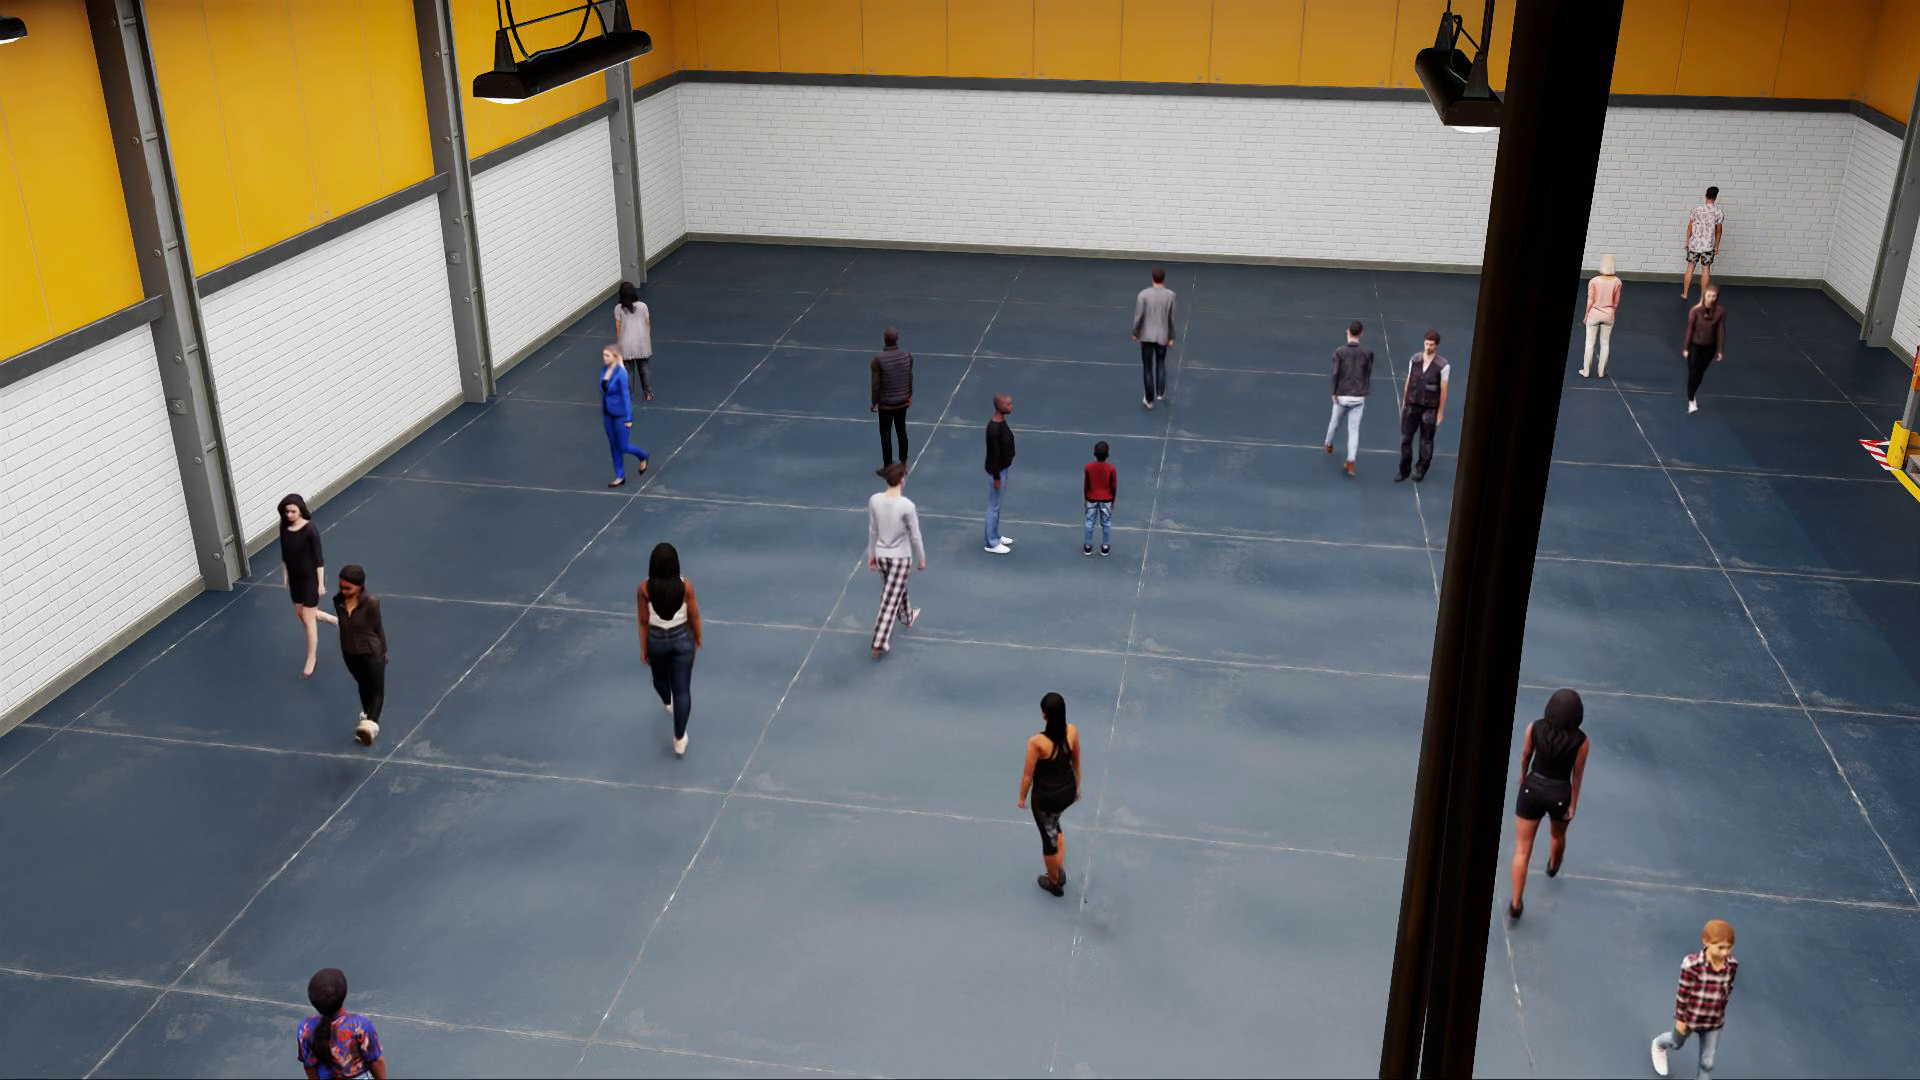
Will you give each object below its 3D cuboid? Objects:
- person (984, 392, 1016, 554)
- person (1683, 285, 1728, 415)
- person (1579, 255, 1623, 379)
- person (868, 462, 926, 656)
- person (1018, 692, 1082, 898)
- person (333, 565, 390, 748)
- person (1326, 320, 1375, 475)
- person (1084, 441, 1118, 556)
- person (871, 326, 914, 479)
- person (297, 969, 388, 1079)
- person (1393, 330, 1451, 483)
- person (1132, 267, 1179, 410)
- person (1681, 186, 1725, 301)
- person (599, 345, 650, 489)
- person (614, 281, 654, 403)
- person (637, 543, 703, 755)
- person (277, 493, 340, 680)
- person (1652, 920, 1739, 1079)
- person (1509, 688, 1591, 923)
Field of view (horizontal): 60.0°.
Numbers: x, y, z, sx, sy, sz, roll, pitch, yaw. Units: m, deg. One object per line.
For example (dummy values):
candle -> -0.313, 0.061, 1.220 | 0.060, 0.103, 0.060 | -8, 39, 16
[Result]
person -> 0.396, -0.731, 17.620 | 0.646, 1.748, 0.470 | 4, 24, 9
person -> 9.729, -2.510, 21.809 | 0.606, 1.652, 1.070 | 4, 24, 10
person -> 8.899, -3.110, 23.092 | 0.611, 1.723, 0.531 | 2, 24, 6
person -> -0.654, 0.220, 15.387 | 0.902, 1.794, 1.251 | 12, 26, 26
person -> 0.706, 1.842, 11.849 | 0.697, 1.655, 0.755 | -15, 28, -31
person -> -5.022, 1.007, 13.776 | 0.591, 1.642, 0.923 | 4, 24, 8
person -> 4.640, -1.646, 19.657 | 0.745, 1.793, 1.121 | 0, 24, 1
person -> 1.472, -0.443, 17.576 | 0.493, 1.254, 0.485 | 3, 24, 7
person -> -0.793, -1.628, 19.561 | 0.774, 1.836, 0.806 | -13, 27, -27
person -> -3.293, 3.038, 8.994 | 0.633, 1.751, 0.589 | -1, 24, -3
person -> 5.451, -1.580, 19.453 | 0.865, 1.834, 0.931 | 15, 28, 31
person -> 2.570, -2.626, 21.826 | 0.829, 1.851, 0.890 | -3, 24, -7
person -> 11.968, -4.784, 26.809 | 0.733, 1.814, 0.673 | 12, 26, 26
person -> -3.919, -1.457, 19.351 | 0.848, 1.691, 0.951 | 18, 29, 35
person -> -4.361, -2.651, 22.185 | 0.761, 1.608, 0.807 | -9, 25, -19
person -> -2.404, 0.931, 13.801 | 0.822, 1.762, 1.213 | -1, 24, -3
person -> -5.847, 0.373, 15.050 | 0.822, 1.782, 1.034 | 13, 27, 27
person -> 4.436, 2.821, 10.070 | 0.611, 1.286, 0.930 | 0, 24, 1
person -> 4.091, 1.893, 11.692 | 0.815, 1.688, 1.230 | 11, 26, 23
